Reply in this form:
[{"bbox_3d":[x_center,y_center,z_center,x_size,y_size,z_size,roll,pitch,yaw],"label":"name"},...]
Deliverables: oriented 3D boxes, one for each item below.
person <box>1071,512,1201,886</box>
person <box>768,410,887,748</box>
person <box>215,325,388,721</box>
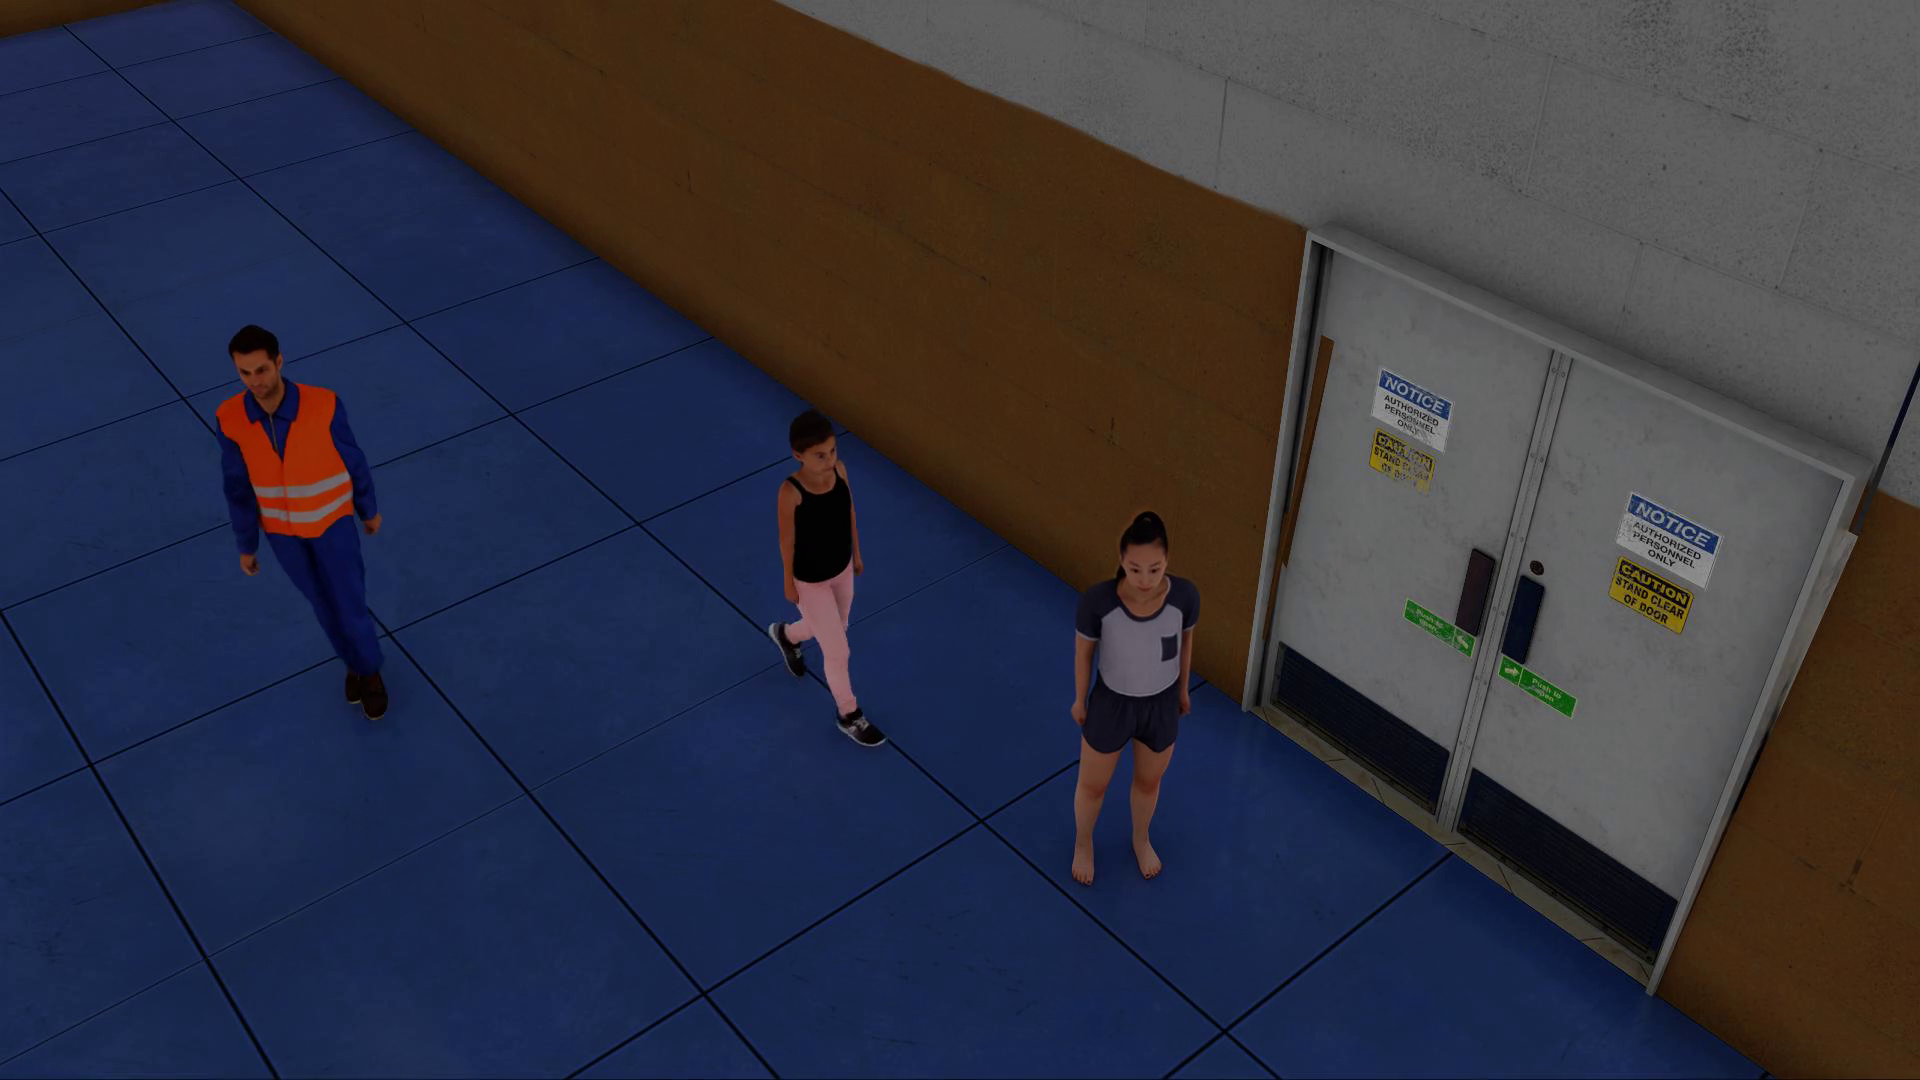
[{"bbox_3d":[0.623,0.603,6.095,0.622,1.650,0.731,-5,37,-6],"label":"person"},{"bbox_3d":[-0.608,0.113,6.840,0.671,1.540,0.951,26,44,31],"label":"person"},{"bbox_3d":[-2.677,-0.103,6.871,0.820,1.848,0.903,-6,37,-8],"label":"person"}]
